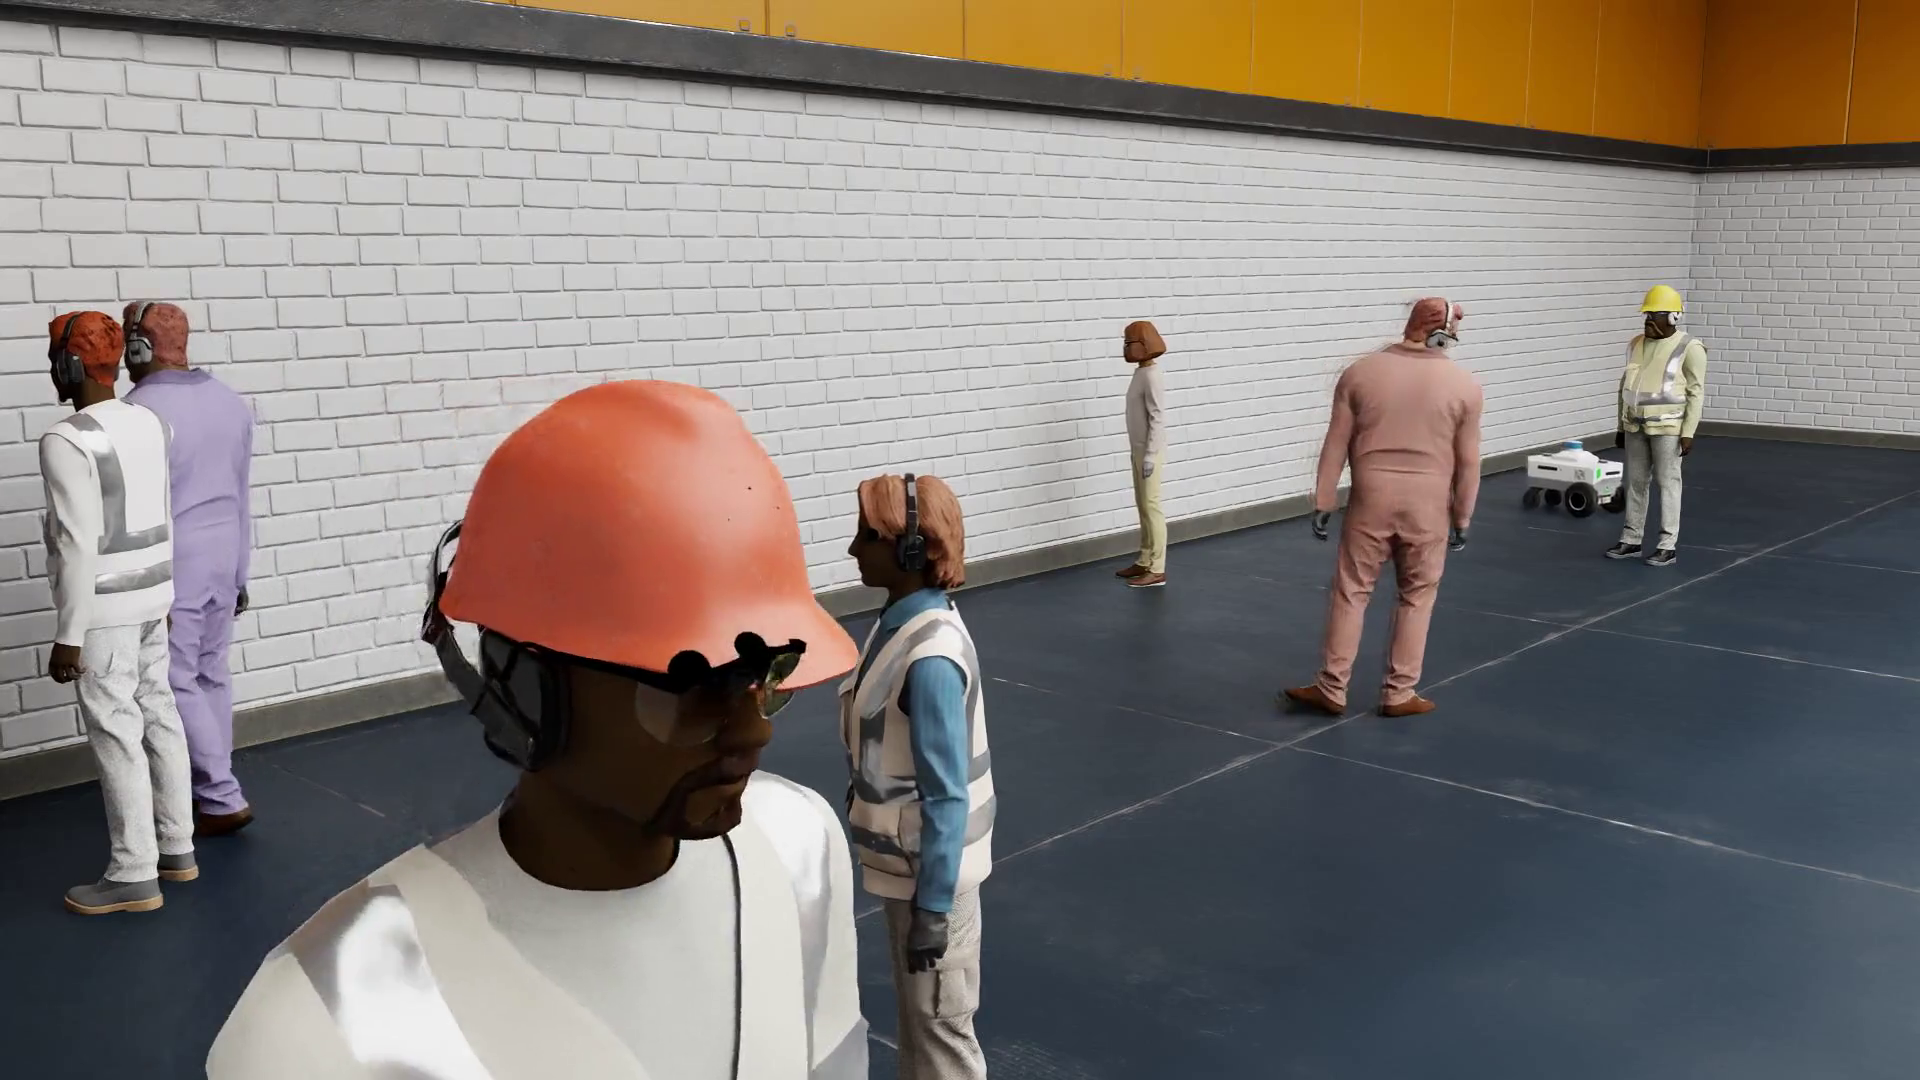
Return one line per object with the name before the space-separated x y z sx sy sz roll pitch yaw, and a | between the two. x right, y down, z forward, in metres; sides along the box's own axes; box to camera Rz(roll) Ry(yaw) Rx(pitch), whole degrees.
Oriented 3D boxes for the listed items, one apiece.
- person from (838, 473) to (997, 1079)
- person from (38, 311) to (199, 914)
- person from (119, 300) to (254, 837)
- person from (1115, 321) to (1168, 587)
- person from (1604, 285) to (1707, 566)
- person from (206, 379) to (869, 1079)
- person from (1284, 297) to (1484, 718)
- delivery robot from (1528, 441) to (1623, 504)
person | -0.085 0.674 3.380 0.314 1.642 0.515 -2 10 -9
person | -2.660 0.228 5.228 0.343 1.882 0.585 1 10 3
person | -2.771 0.117 5.884 0.492 1.924 0.663 2 10 14
person | 1.131 -0.528 10.251 0.287 1.631 0.501 -1 10 -4
person | 4.568 -0.752 10.951 0.404 1.831 0.600 -6 11 -29
person | -0.371 0.841 1.483 1.067 1.995 0.624 6 12 31
person | 1.884 -0.137 7.384 0.807 1.864 0.449 3 10 18
delivery robot | 4.833 -0.536 13.093 0.477 0.478 0.707 -6 12 -32
